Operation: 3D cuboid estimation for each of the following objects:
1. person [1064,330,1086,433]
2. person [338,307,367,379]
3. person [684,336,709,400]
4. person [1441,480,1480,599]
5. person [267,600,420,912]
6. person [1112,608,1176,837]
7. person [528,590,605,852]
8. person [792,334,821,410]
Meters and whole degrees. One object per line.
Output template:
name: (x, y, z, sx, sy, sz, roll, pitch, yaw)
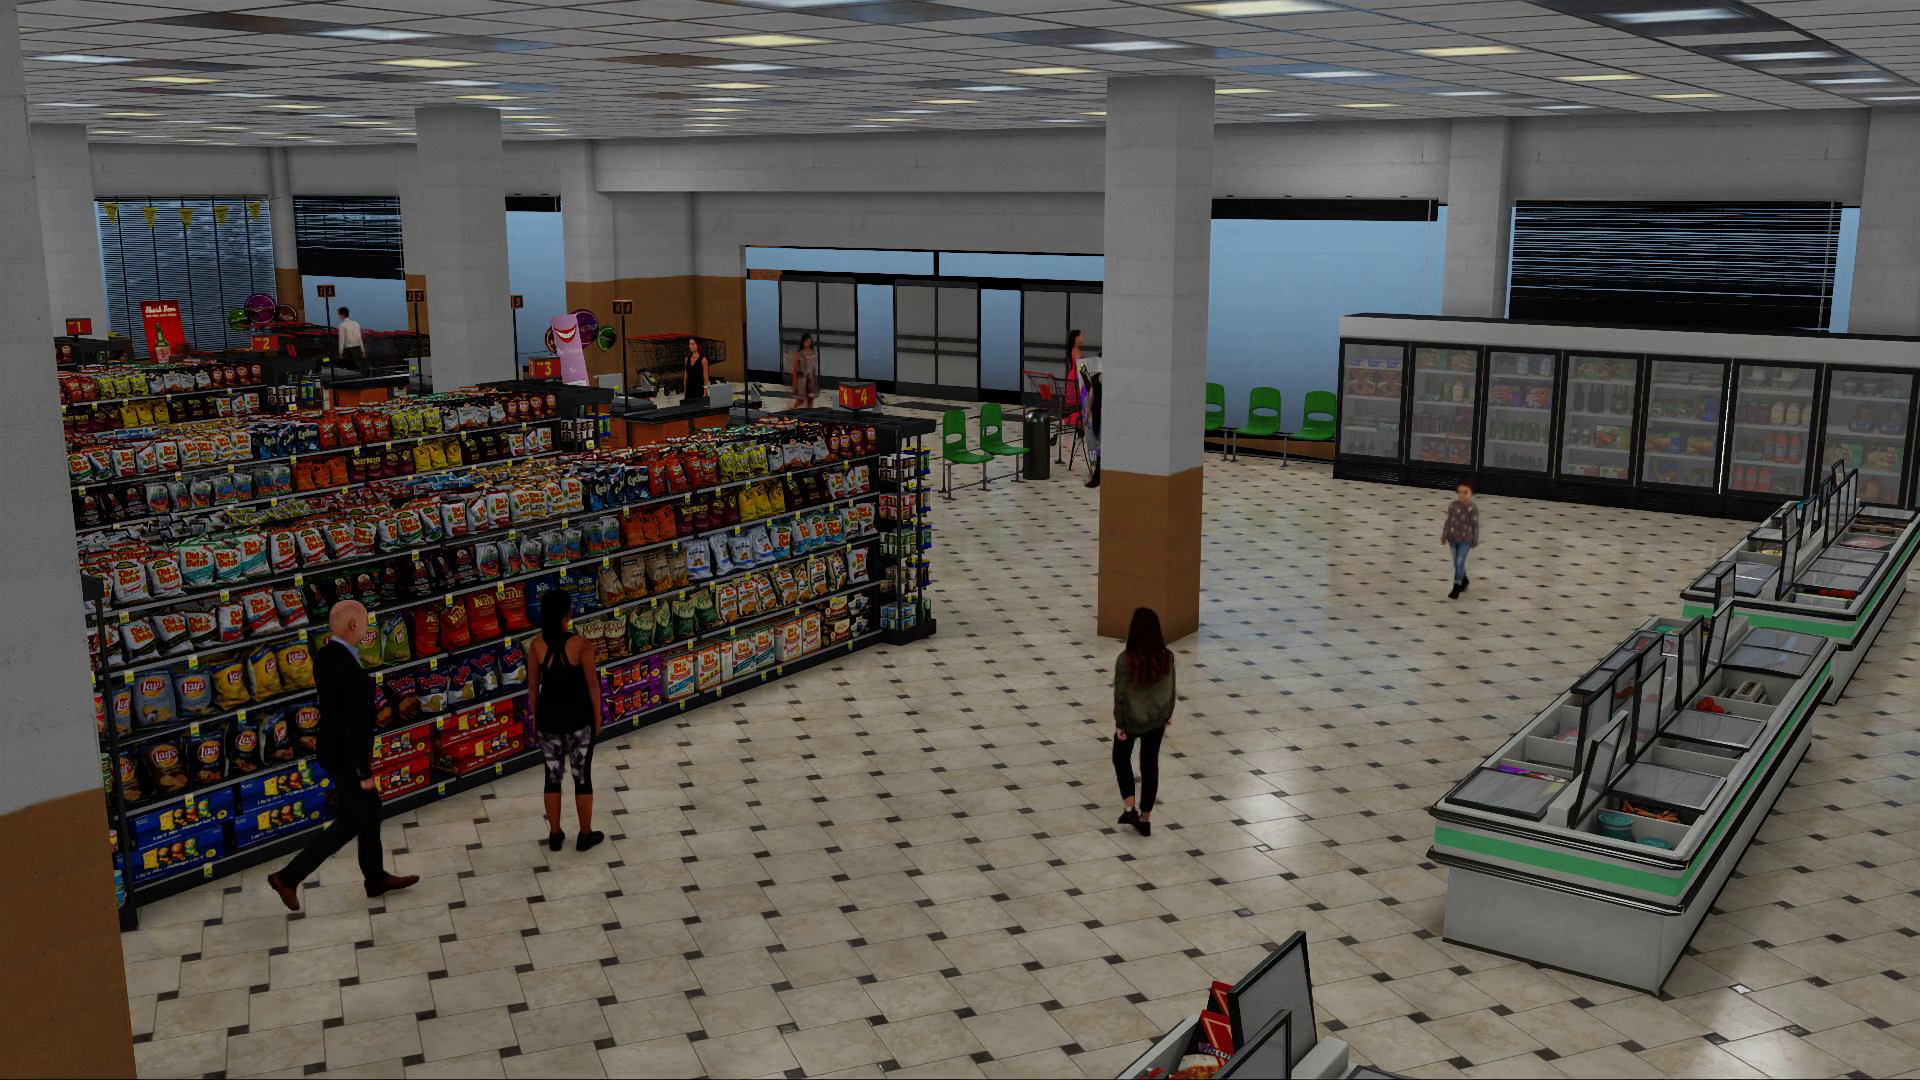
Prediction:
person: (1.952, -2.693, 28.134, 0.775, 1.726, 0.706, -1, 12, -7)
person: (-11.795, -3.632, 32.526, 1.018, 1.755, 1.233, 5, 13, 22)
person: (-4.045, -2.208, 25.566, 0.614, 1.835, 0.578, 5, 13, 24)
person: (5.062, -0.019, 16.765, 0.530, 1.179, 0.842, 10, 16, 40)
person: (-3.516, 1.240, 9.340, 1.201, 1.775, 0.994, -9, 15, -35)
person: (1.169, 1.161, 10.464, 0.690, 1.465, 0.750, -2, 12, -10)
person: (-2.448, 1.099, 10.281, 0.660, 1.663, 0.670, 1, 12, 4)
person: (-2.670, -2.728, 28.574, 0.960, 1.614, 0.918, -6, 13, -27)
